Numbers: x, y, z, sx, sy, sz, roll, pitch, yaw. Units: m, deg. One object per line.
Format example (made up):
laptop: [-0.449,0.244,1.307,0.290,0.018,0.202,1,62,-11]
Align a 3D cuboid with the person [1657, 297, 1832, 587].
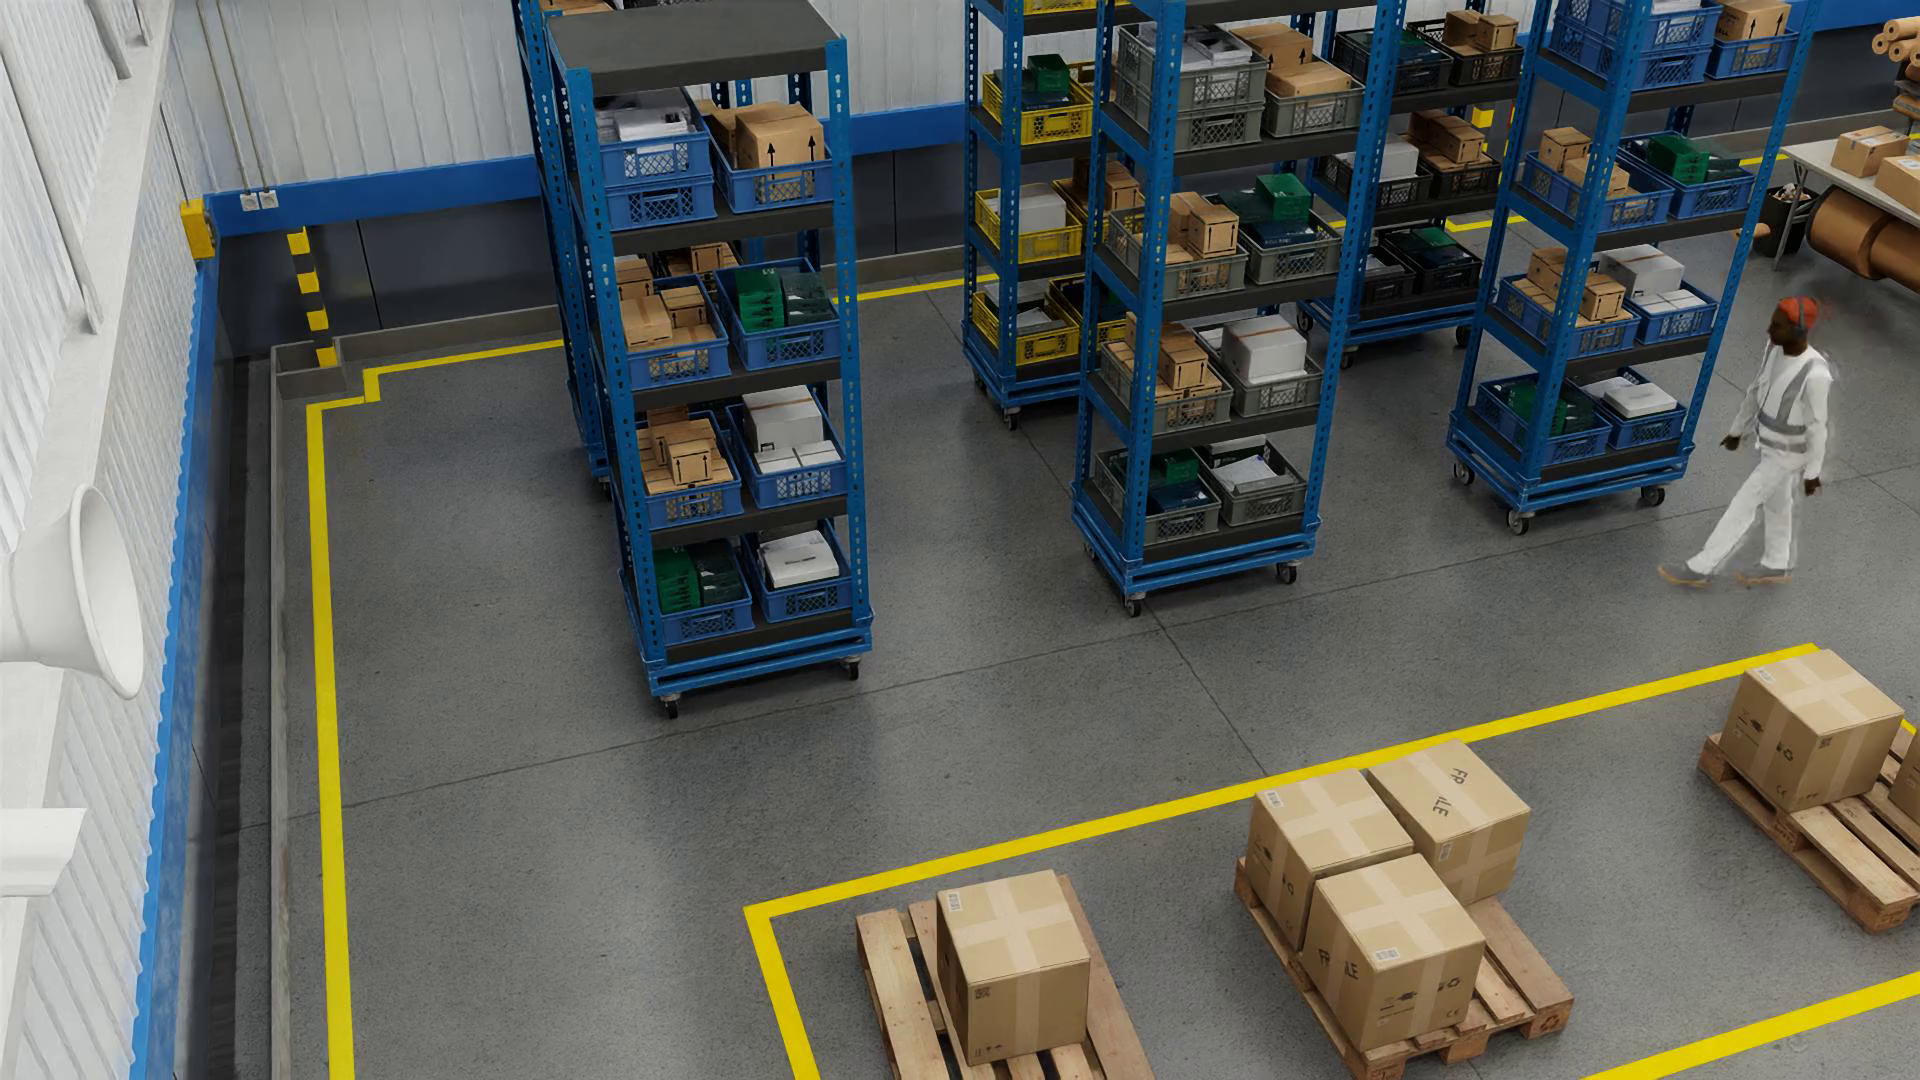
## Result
person: [4.516,-0.522,9.426,0.889,1.842,0.605,2,35,3]
